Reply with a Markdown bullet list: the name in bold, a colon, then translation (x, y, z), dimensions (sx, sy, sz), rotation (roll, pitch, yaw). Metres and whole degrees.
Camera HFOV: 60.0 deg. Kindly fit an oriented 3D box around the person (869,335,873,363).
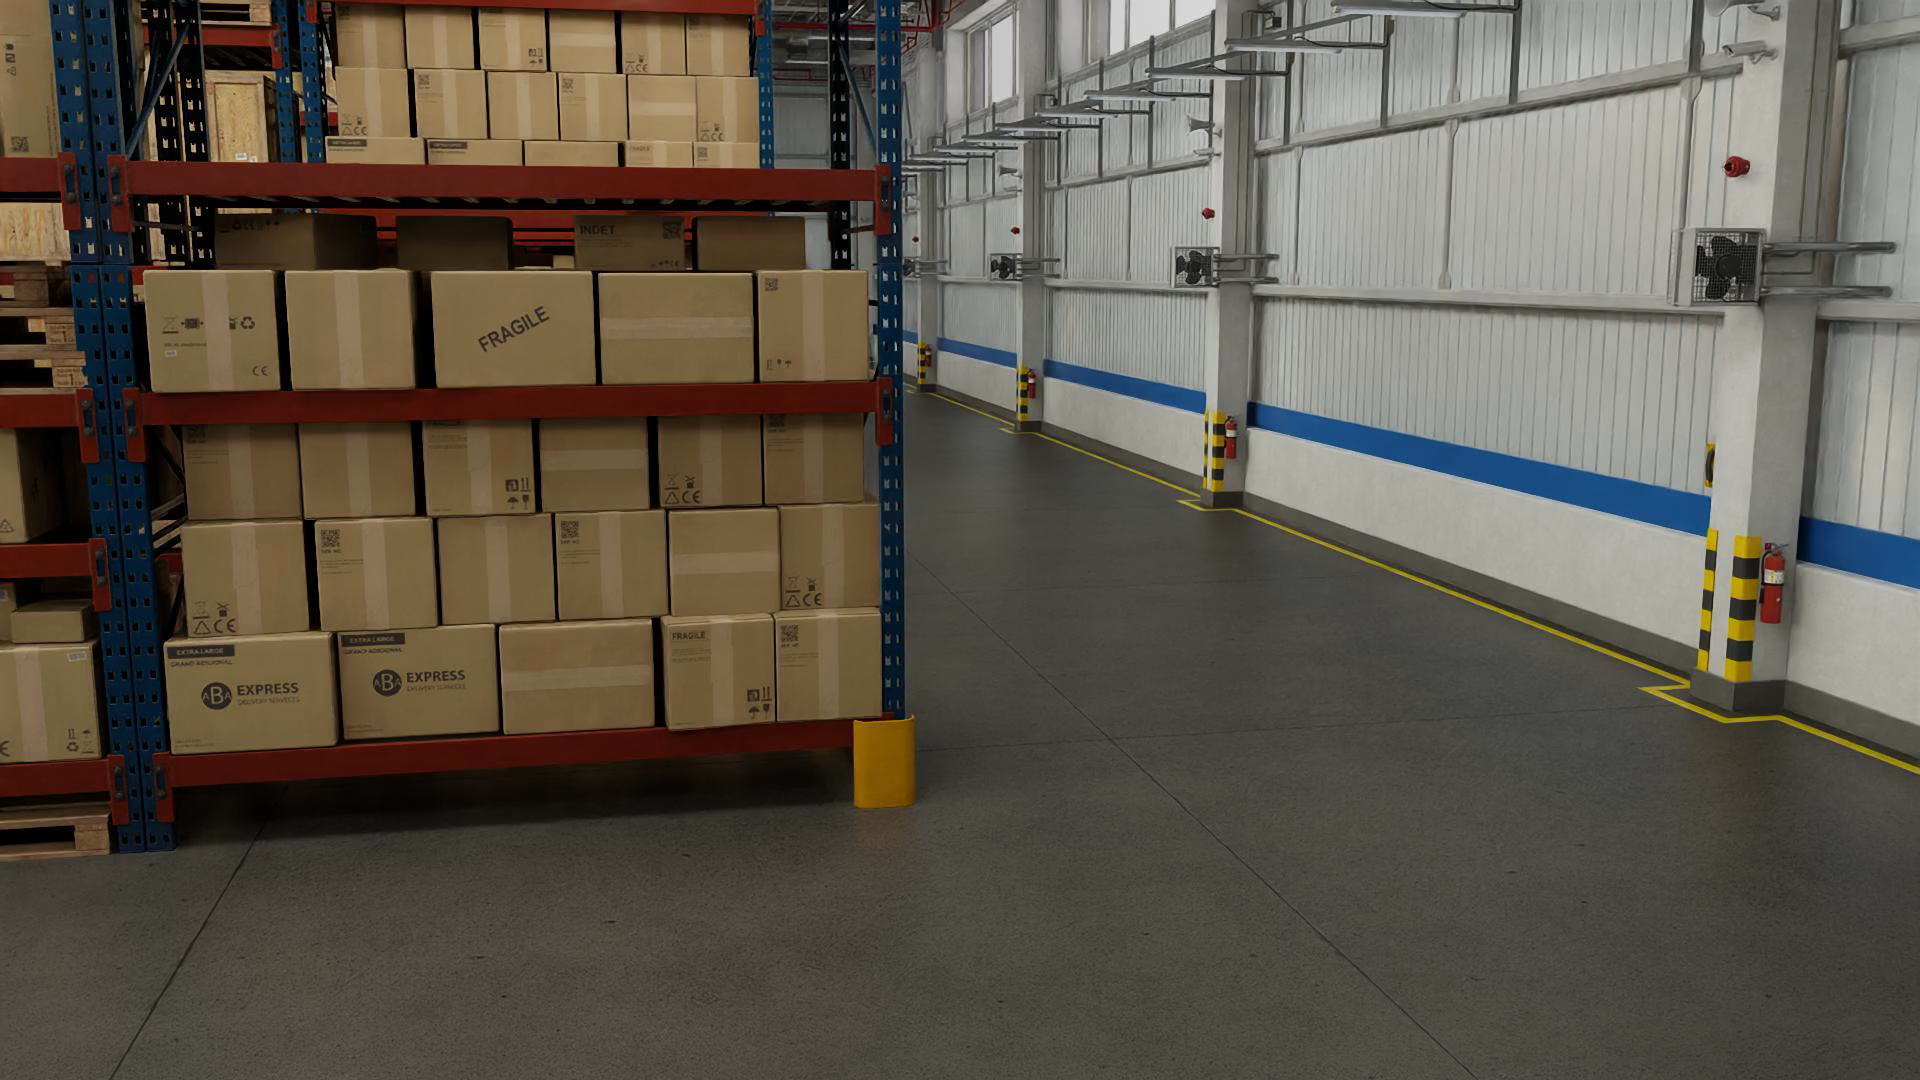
- **person**: translation (-2.509, -4.567, 41.203), dimensions (0.565, 1.712, 0.795), rotation (-6, 11, -31)
